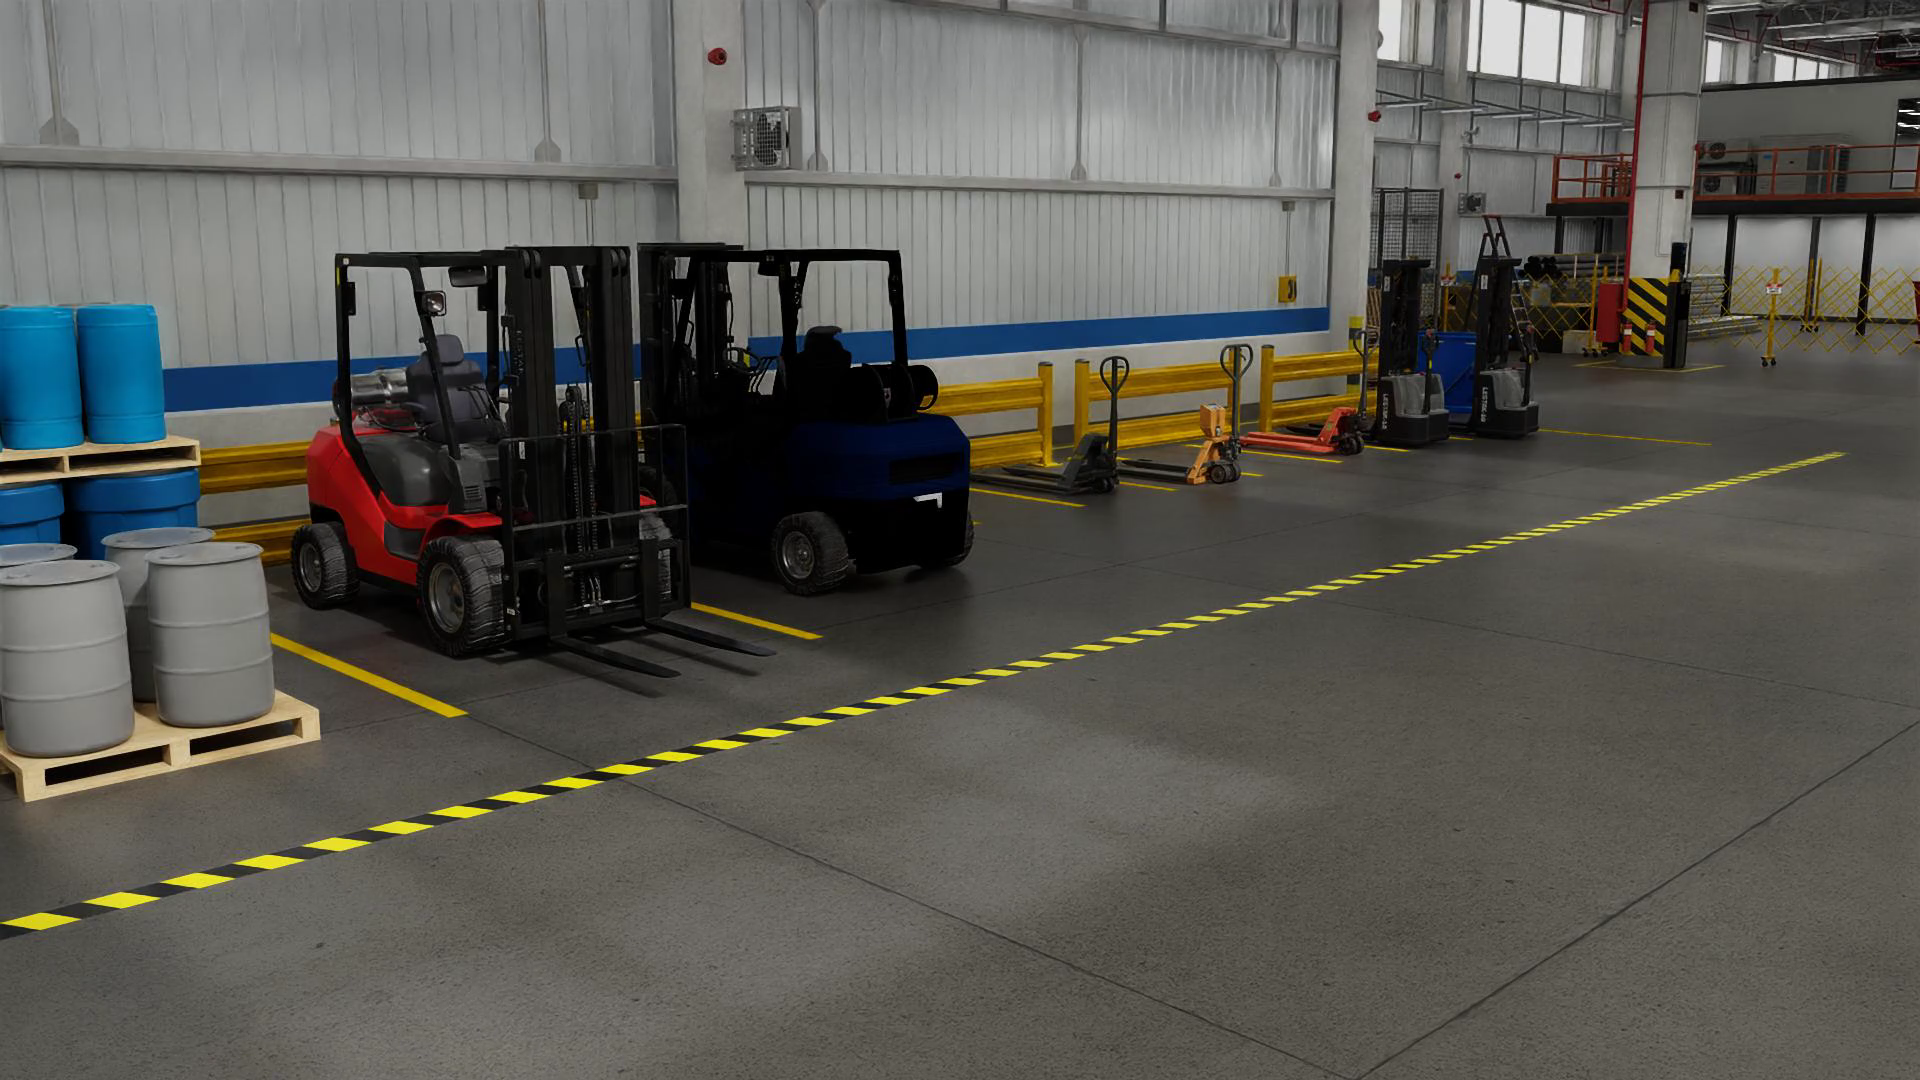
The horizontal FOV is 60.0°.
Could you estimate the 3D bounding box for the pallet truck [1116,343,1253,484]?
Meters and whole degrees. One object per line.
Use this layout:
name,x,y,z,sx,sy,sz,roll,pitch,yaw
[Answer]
pallet truck,1.962,-1.215,15.415,1.522,1.261,0.704,10,14,43

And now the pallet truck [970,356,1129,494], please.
pallet truck,0.784,-1.085,14.876,0.680,1.201,1.601,-10,14,-44

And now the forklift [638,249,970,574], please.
forklift,-1.173,-0.958,11.239,2.680,1.987,1.157,10,14,43

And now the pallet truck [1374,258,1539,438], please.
pallet truck,5.704,-2.208,18.901,1.885,1.965,0.823,10,14,43

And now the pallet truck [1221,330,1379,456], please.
pallet truck,3.563,-1.581,17.381,0.653,1.274,1.630,-10,14,-44

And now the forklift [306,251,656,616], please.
forklift,-2.833,-0.669,9.694,1.157,1.987,2.680,-10,14,-44

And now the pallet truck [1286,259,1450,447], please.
pallet truck,4.493,-2.078,18.196,0.823,1.965,1.885,-9,14,-40
